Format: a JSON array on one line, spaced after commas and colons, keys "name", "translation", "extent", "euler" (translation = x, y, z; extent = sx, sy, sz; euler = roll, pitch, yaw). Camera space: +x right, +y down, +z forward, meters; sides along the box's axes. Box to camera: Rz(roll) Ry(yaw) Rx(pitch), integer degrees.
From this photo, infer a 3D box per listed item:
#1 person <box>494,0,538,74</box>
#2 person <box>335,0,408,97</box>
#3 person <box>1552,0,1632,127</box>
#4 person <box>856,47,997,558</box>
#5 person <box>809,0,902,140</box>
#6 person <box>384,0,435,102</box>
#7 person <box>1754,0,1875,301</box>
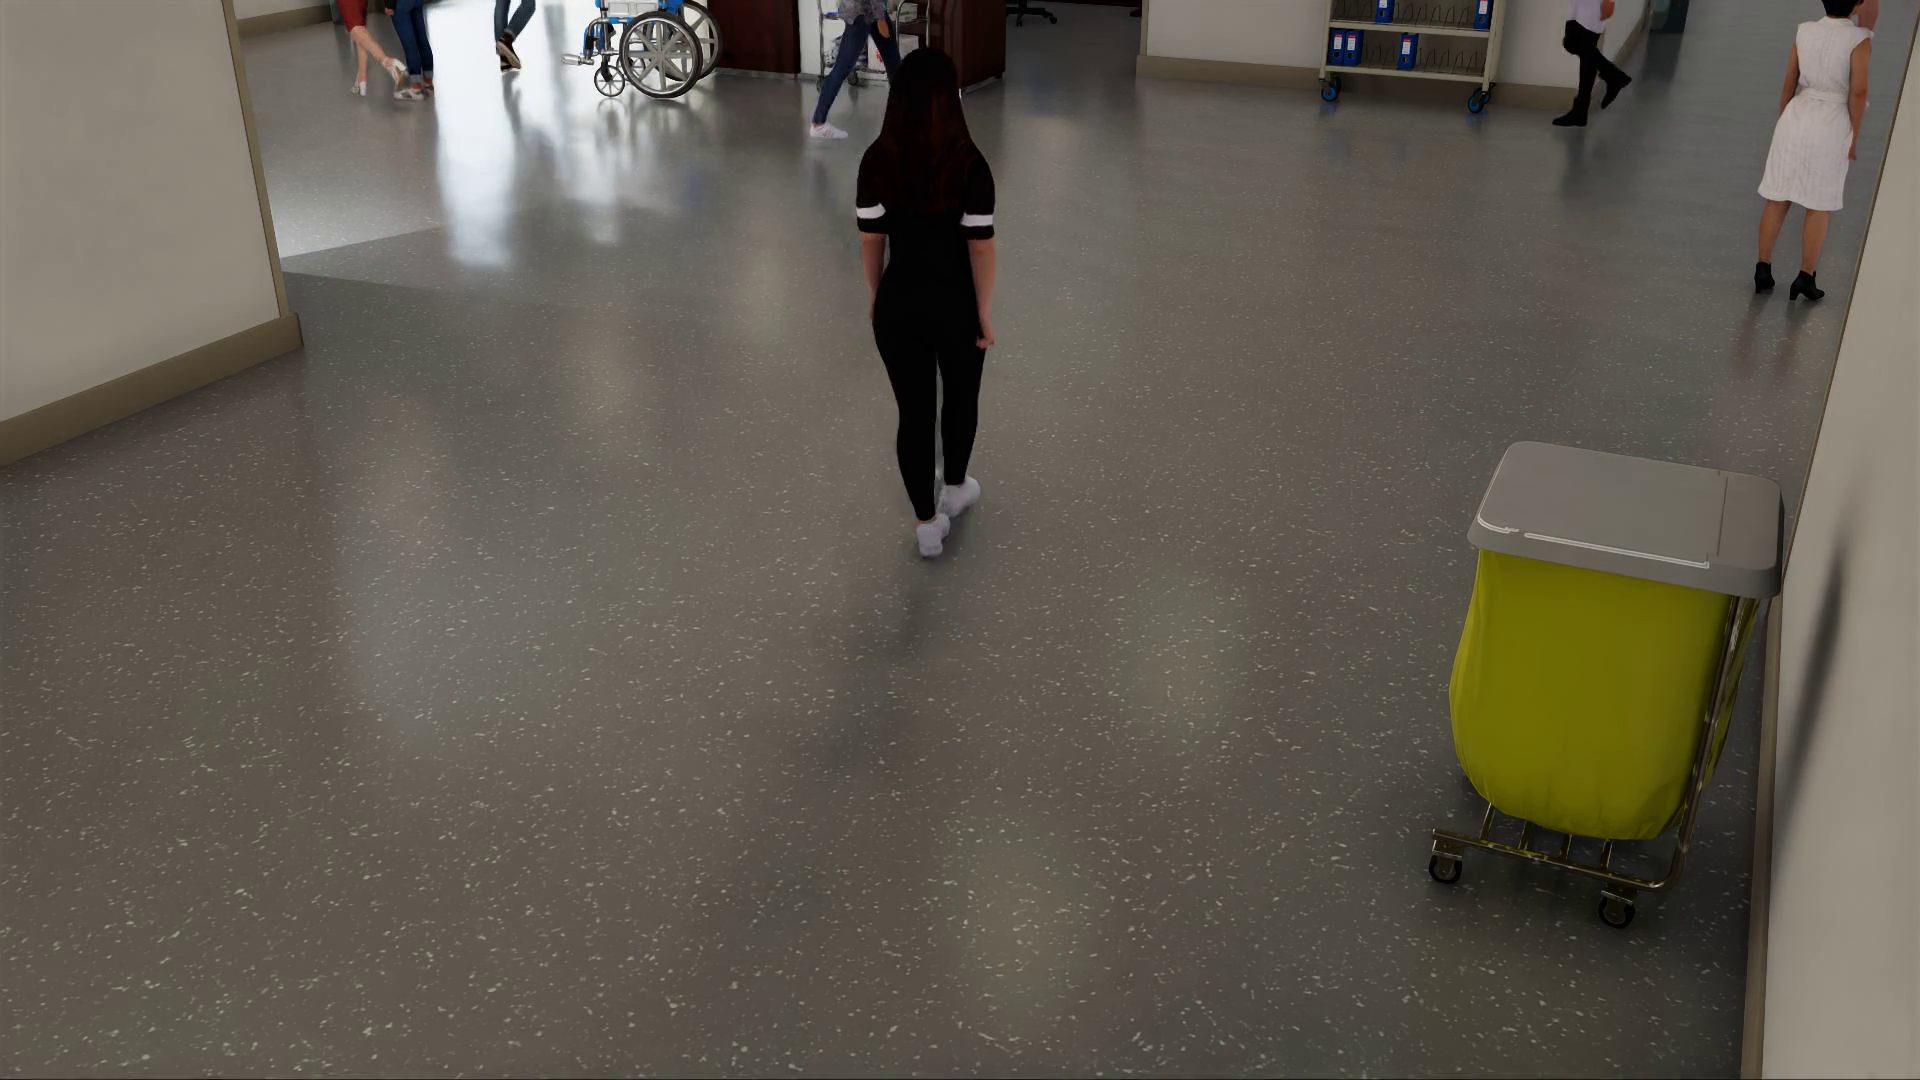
[{"name": "person", "translation": [-3.600, -4.596, 13.148], "extent": [0.870, 1.800, 0.878], "euler": [4, 26, 9]}, {"name": "person", "translation": [-4.409, -4.082, 12.168], "extent": [1.074, 1.727, 0.756], "euler": [20, 32, 36]}, {"name": "person", "translation": [4.455, -3.746, 11.397], "extent": [0.985, 1.791, 0.908], "euler": [-7, 27, -14]}, {"name": "person", "translation": [-0.117, -0.706, 5.285], "extent": [0.754, 1.623, 0.766], "euler": [5, 26, 11]}, {"name": "person", "translation": [-0.709, -3.419, 10.850], "extent": [1.249, 1.678, 1.041], "euler": [-3, 26, -6]}, {"name": "person", "translation": [-4.127, -4.048, 12.377], "extent": [0.549, 1.483, 0.590], "euler": [7, 27, 14]}, {"name": "person", "translation": [4.055, -1.921, 7.882], "extent": [0.697, 1.556, 0.594], "euler": [-18, 31, -33]}]
